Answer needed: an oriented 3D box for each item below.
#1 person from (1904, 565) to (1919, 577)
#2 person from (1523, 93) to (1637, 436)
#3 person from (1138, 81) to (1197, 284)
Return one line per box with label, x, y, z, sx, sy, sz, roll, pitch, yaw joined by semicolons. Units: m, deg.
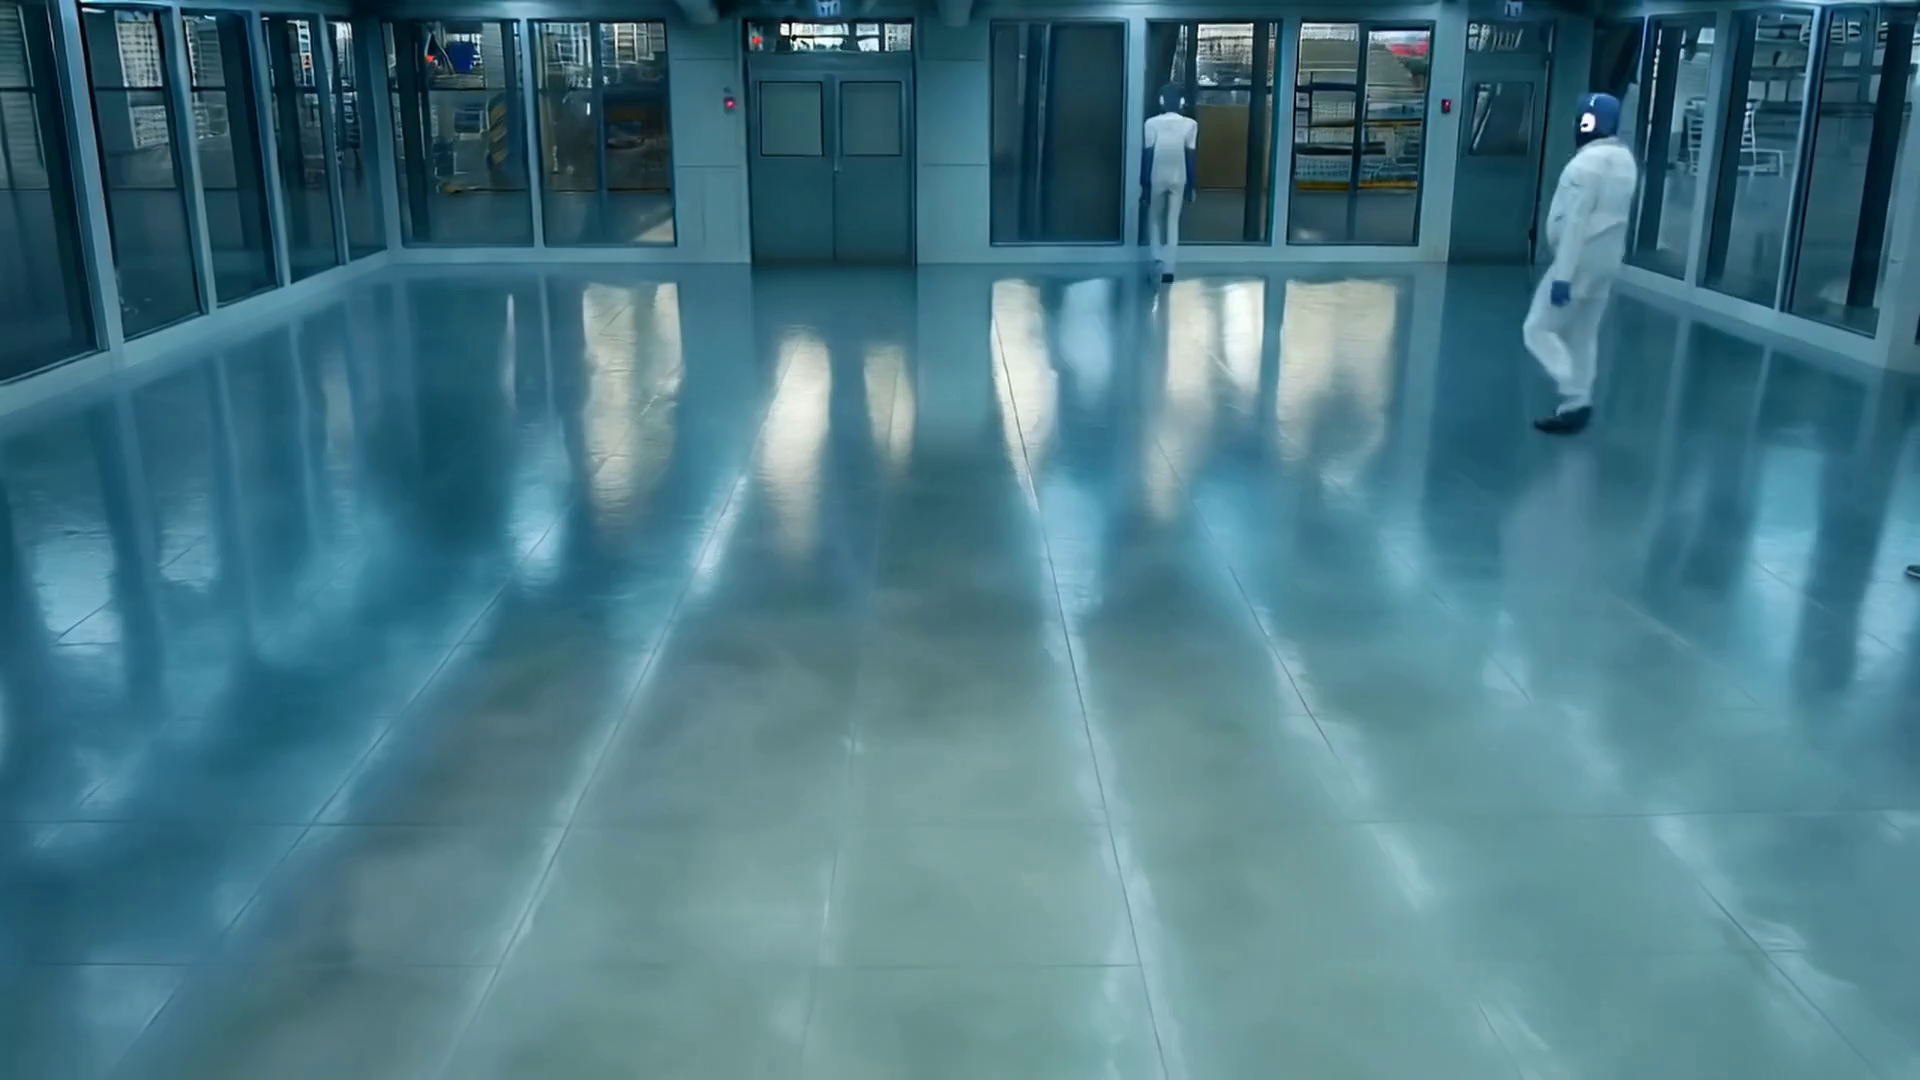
person;4.025;-0.573;6.530;0.265;1.632;0.507;4;17;13
person;3.433;-1.502;9.230;0.427;1.894;0.681;16;23;43
person;1.938;-3.306;15.462;0.549;1.846;0.403;2;17;8
